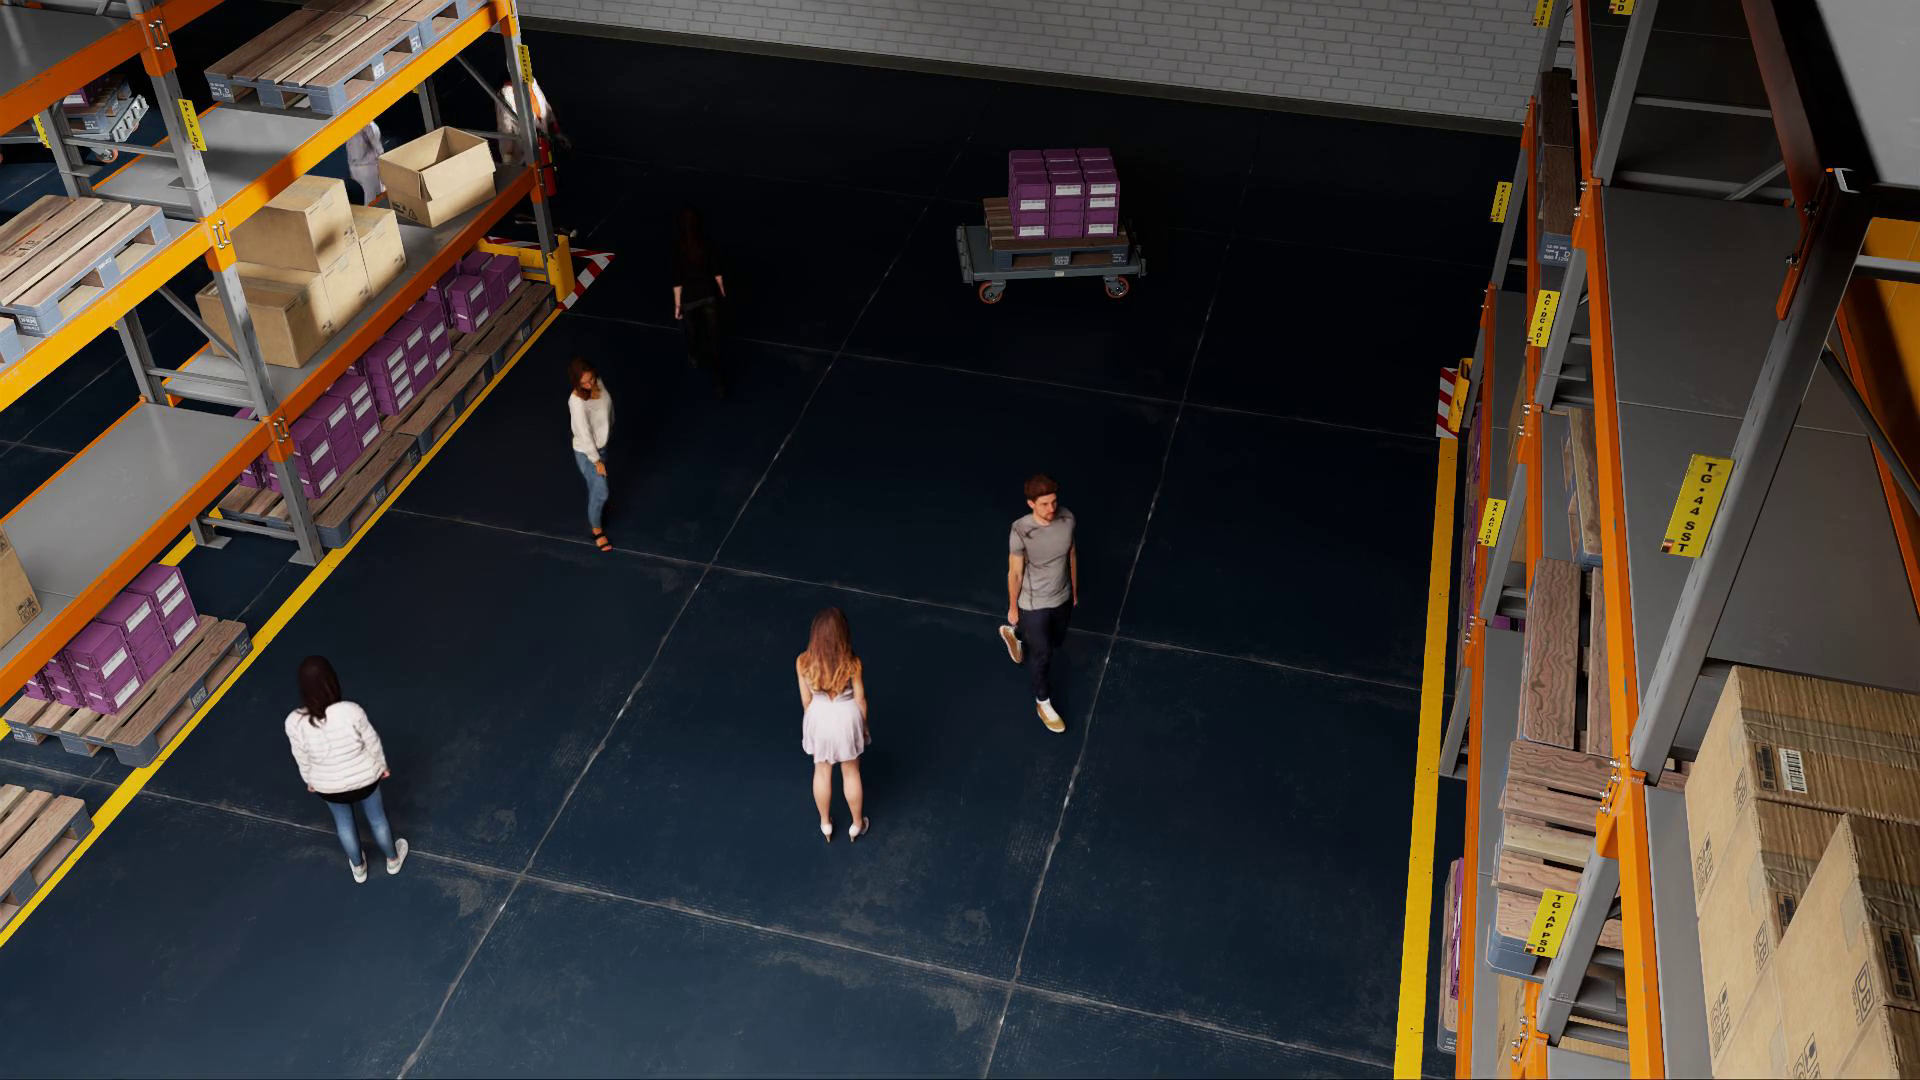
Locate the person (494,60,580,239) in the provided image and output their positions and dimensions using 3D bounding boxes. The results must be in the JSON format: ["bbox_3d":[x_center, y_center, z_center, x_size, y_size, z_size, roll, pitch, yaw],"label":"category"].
[{"bbox_3d":[-4.158,-3.738,15.557,0.787,1.868,0.924,7,39,9],"label":"person"}]

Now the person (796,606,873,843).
[{"bbox_3d":[-0.719,1.090,9.591,0.599,1.770,0.619,4,39,4],"label":"person"}]

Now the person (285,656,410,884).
[{"bbox_3d":[-3.480,1.314,9.418,0.704,1.635,0.711,-9,39,-11],"label":"person"}]

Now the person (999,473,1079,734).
[{"bbox_3d":[0.482,0.313,10.479,1.084,1.874,1.121,-21,43,-24],"label":"person"}]

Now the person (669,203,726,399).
[{"bbox_3d":[-2.086,-1.902,13.472,0.998,1.601,1.142,-13,40,-16],"label":"person"}]

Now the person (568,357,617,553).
[{"bbox_3d":[-2.647,-0.701,11.928,0.850,1.650,0.572,-5,39,-6],"label":"person"}]
